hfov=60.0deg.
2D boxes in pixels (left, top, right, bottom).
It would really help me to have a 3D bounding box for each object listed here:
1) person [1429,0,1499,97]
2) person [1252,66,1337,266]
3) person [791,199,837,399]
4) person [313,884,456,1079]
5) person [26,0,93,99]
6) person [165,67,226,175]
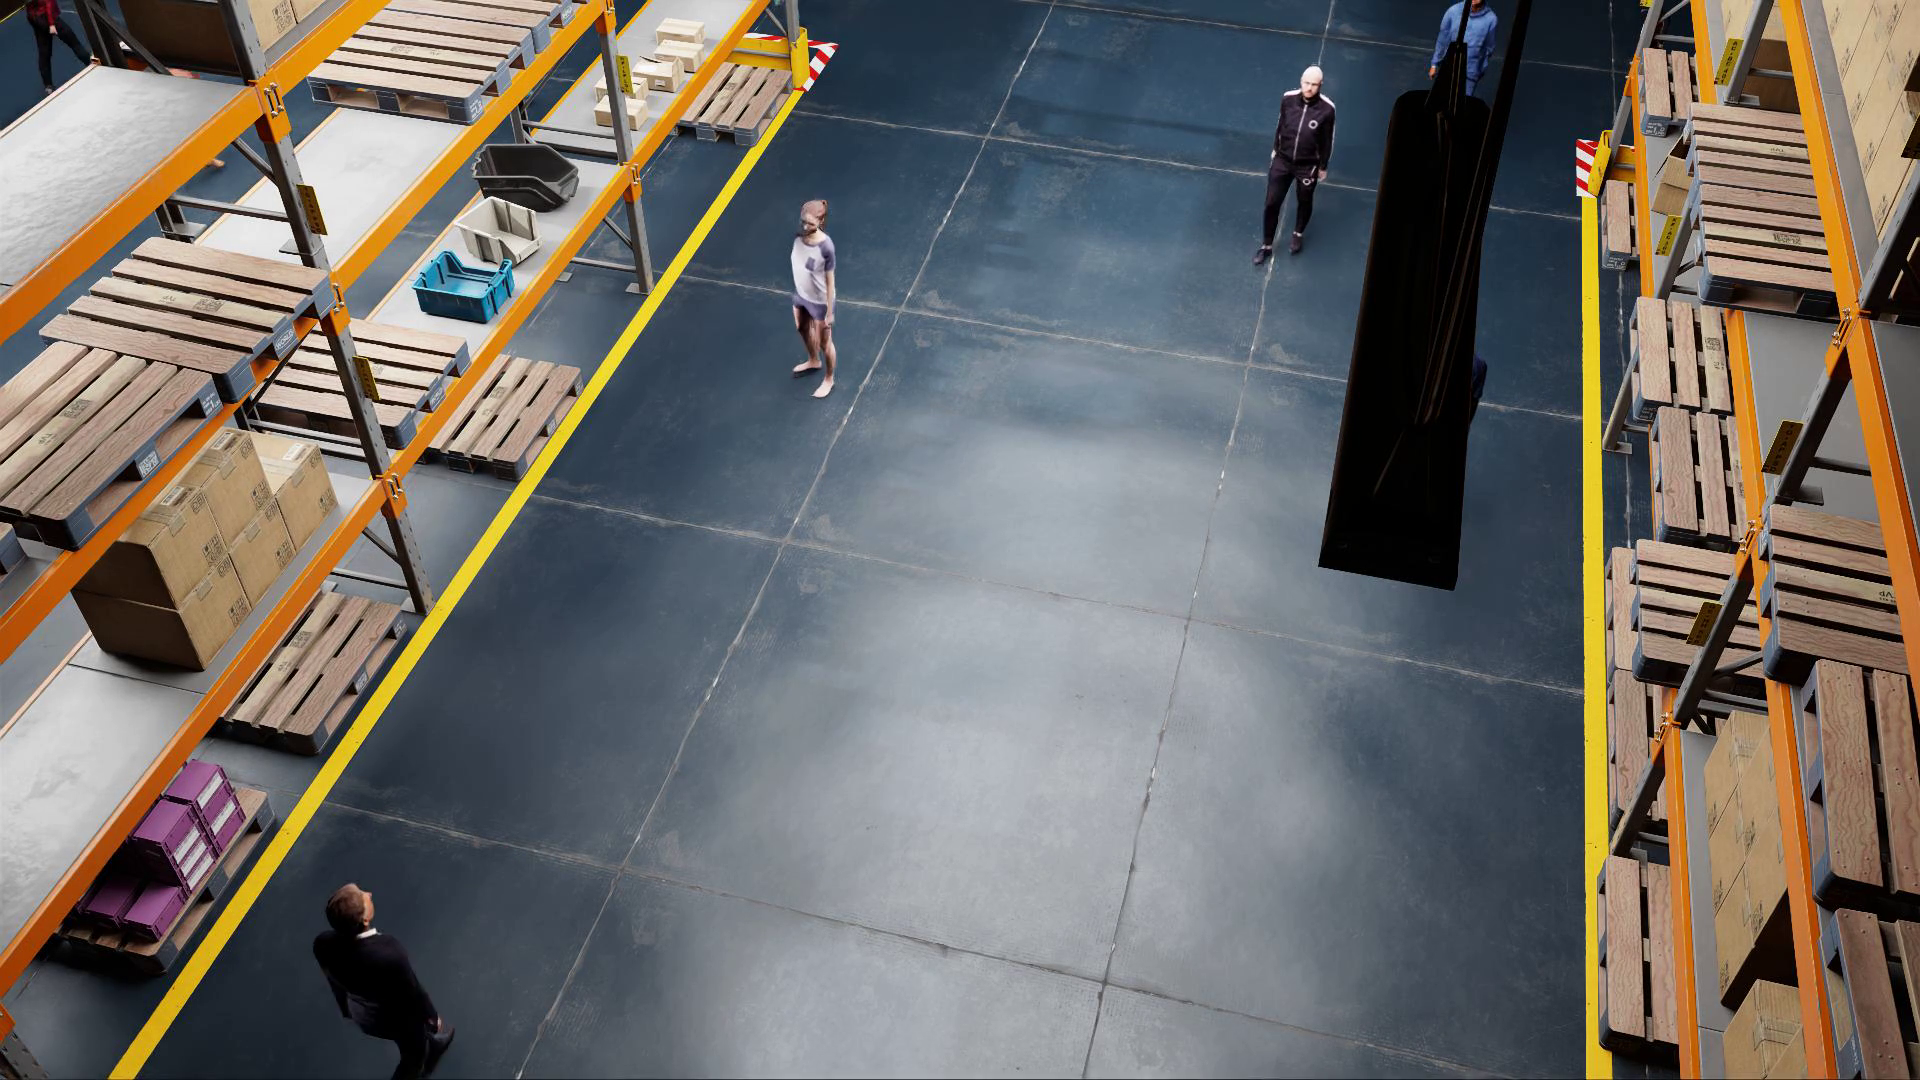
[{"bbox_3d":[4.741,-4.510,15.685,0.763,1.794,0.784,22,48,22],"label":"person"},{"bbox_3d":[2.964,-3.312,14.416,0.783,1.810,0.953,17,46,17],"label":"person"},{"bbox_3d":[-1.128,-1.924,12.996,0.754,1.760,0.773,-27,50,-26],"label":"person"},{"bbox_3d":[-2.949,2.411,8.422,0.746,1.791,1.100,14,45,14],"label":"person"},{"bbox_3d":[-9.122,-5.105,16.434,0.827,1.623,1.085,26,49,25],"label":"person"},{"bbox_3d":[-7.224,-4.137,15.276,0.700,1.817,0.803,22,48,22],"label":"person"}]
